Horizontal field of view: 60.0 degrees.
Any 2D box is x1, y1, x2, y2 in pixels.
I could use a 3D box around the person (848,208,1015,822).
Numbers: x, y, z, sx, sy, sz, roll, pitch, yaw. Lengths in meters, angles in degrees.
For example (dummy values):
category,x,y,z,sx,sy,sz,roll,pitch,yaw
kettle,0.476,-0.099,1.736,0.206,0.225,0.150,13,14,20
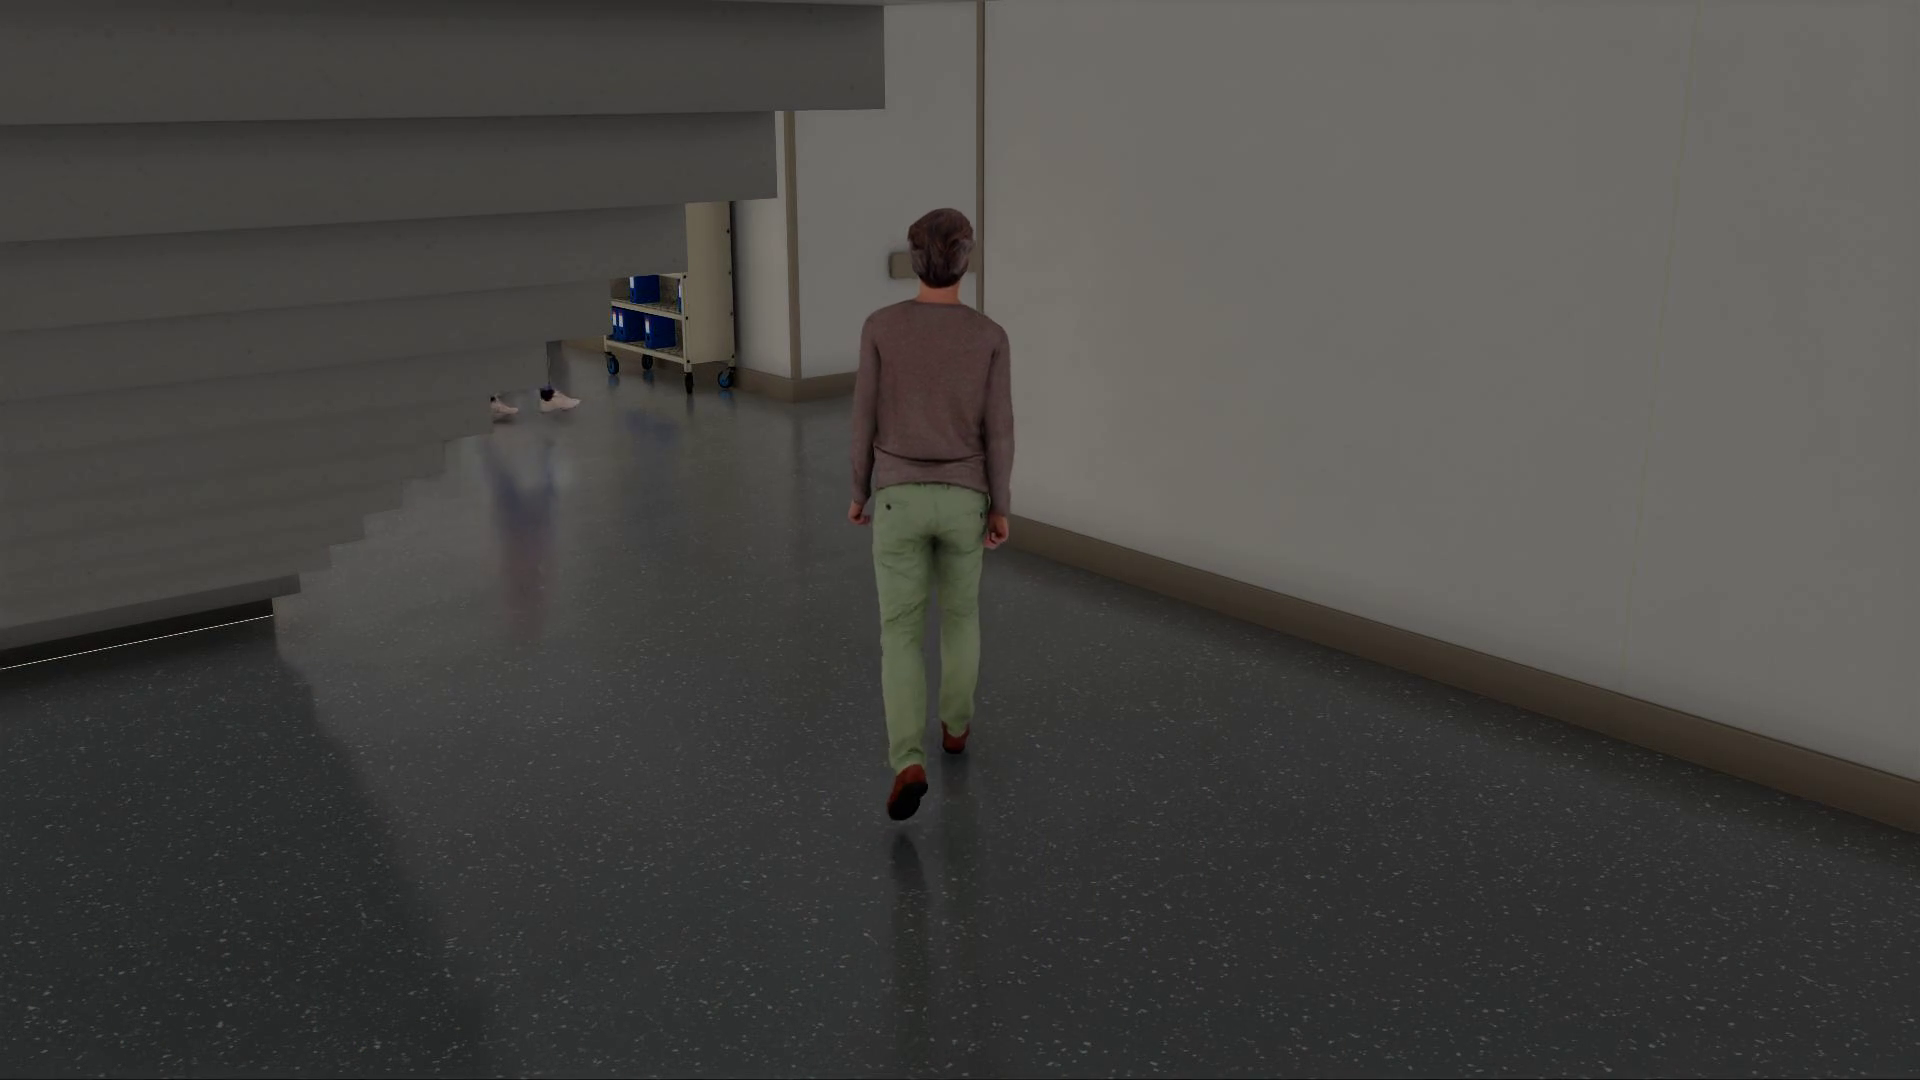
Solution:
category,x,y,z,sx,sy,sz,roll,pitch,yaw
person,-0.098,-0.059,5.169,1.140,1.851,1.317,-1,16,-5
